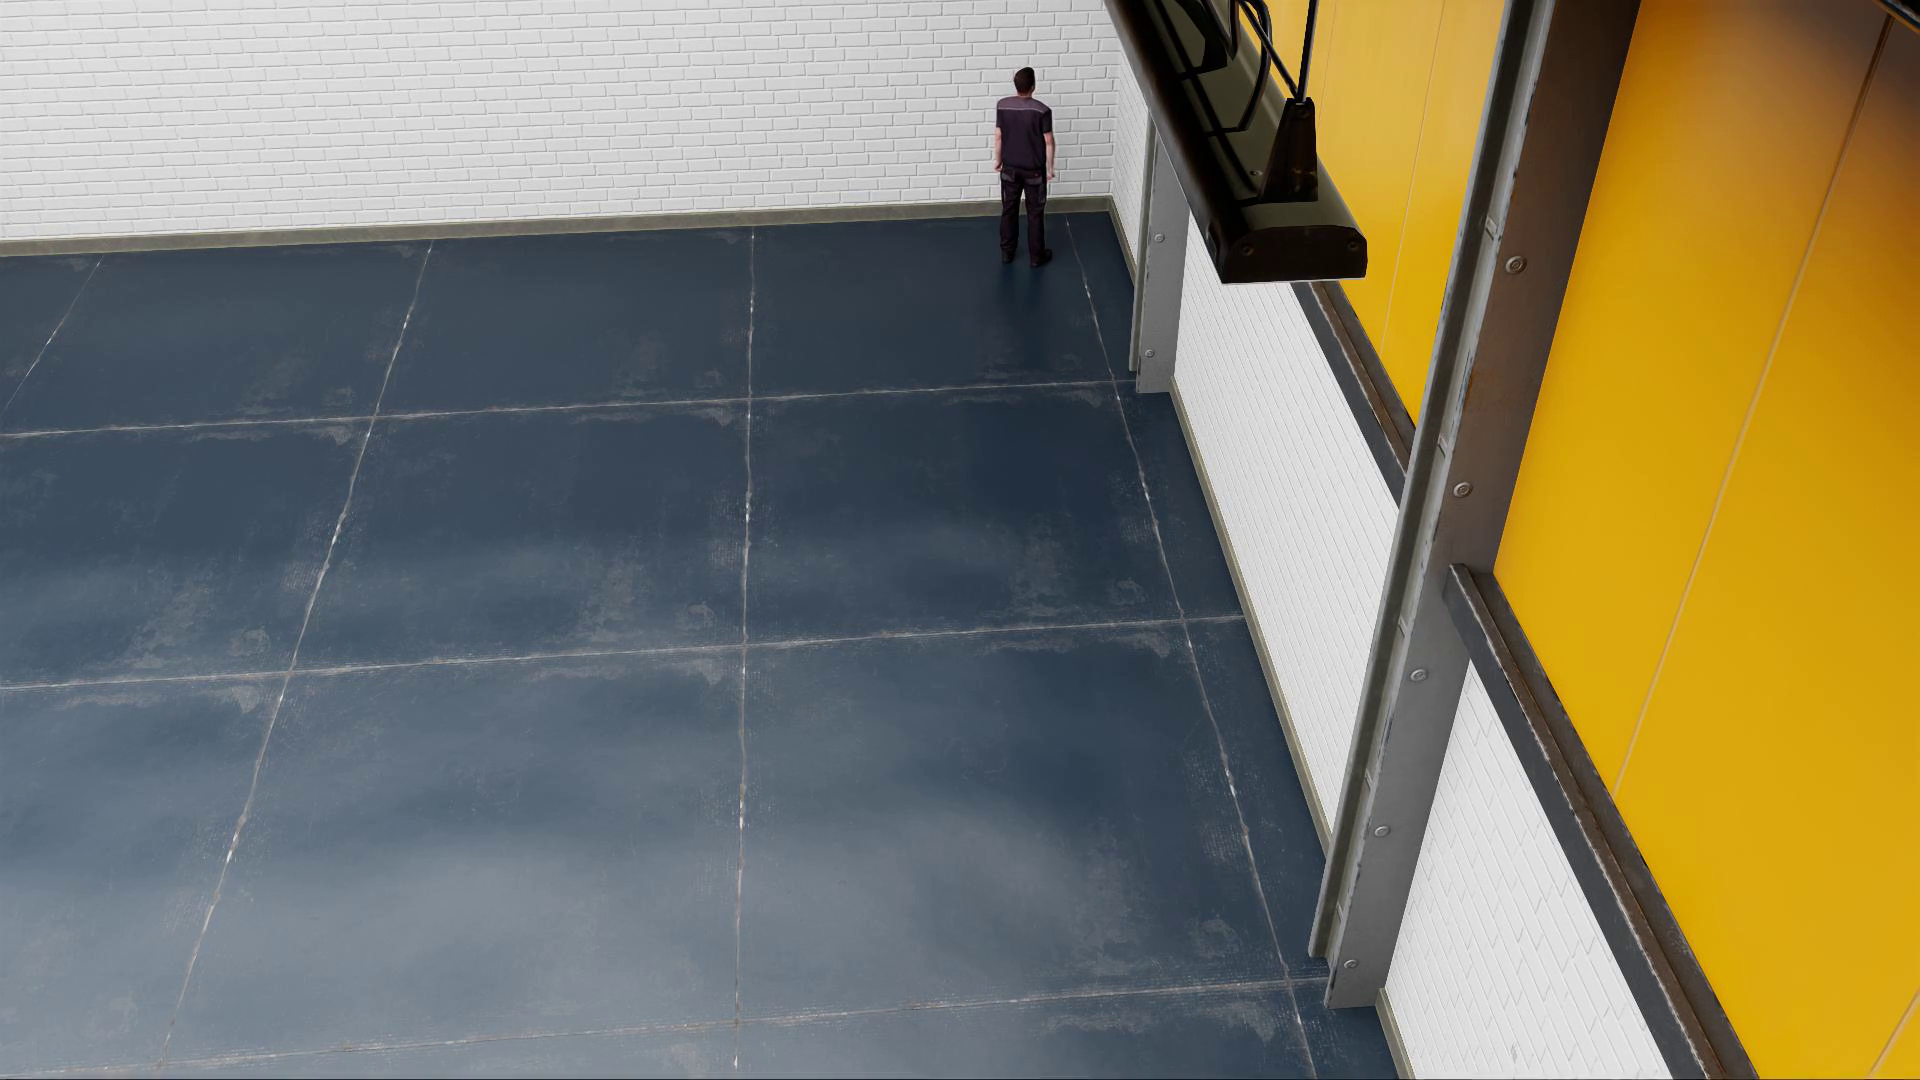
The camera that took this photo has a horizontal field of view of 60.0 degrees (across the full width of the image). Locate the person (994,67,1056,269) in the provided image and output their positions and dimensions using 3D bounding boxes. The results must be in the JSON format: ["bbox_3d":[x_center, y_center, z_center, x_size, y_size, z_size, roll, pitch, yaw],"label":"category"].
[{"bbox_3d":[0.567,-3.309,14.781,0.805,1.845,0.778,15,41,18],"label":"person"}]
